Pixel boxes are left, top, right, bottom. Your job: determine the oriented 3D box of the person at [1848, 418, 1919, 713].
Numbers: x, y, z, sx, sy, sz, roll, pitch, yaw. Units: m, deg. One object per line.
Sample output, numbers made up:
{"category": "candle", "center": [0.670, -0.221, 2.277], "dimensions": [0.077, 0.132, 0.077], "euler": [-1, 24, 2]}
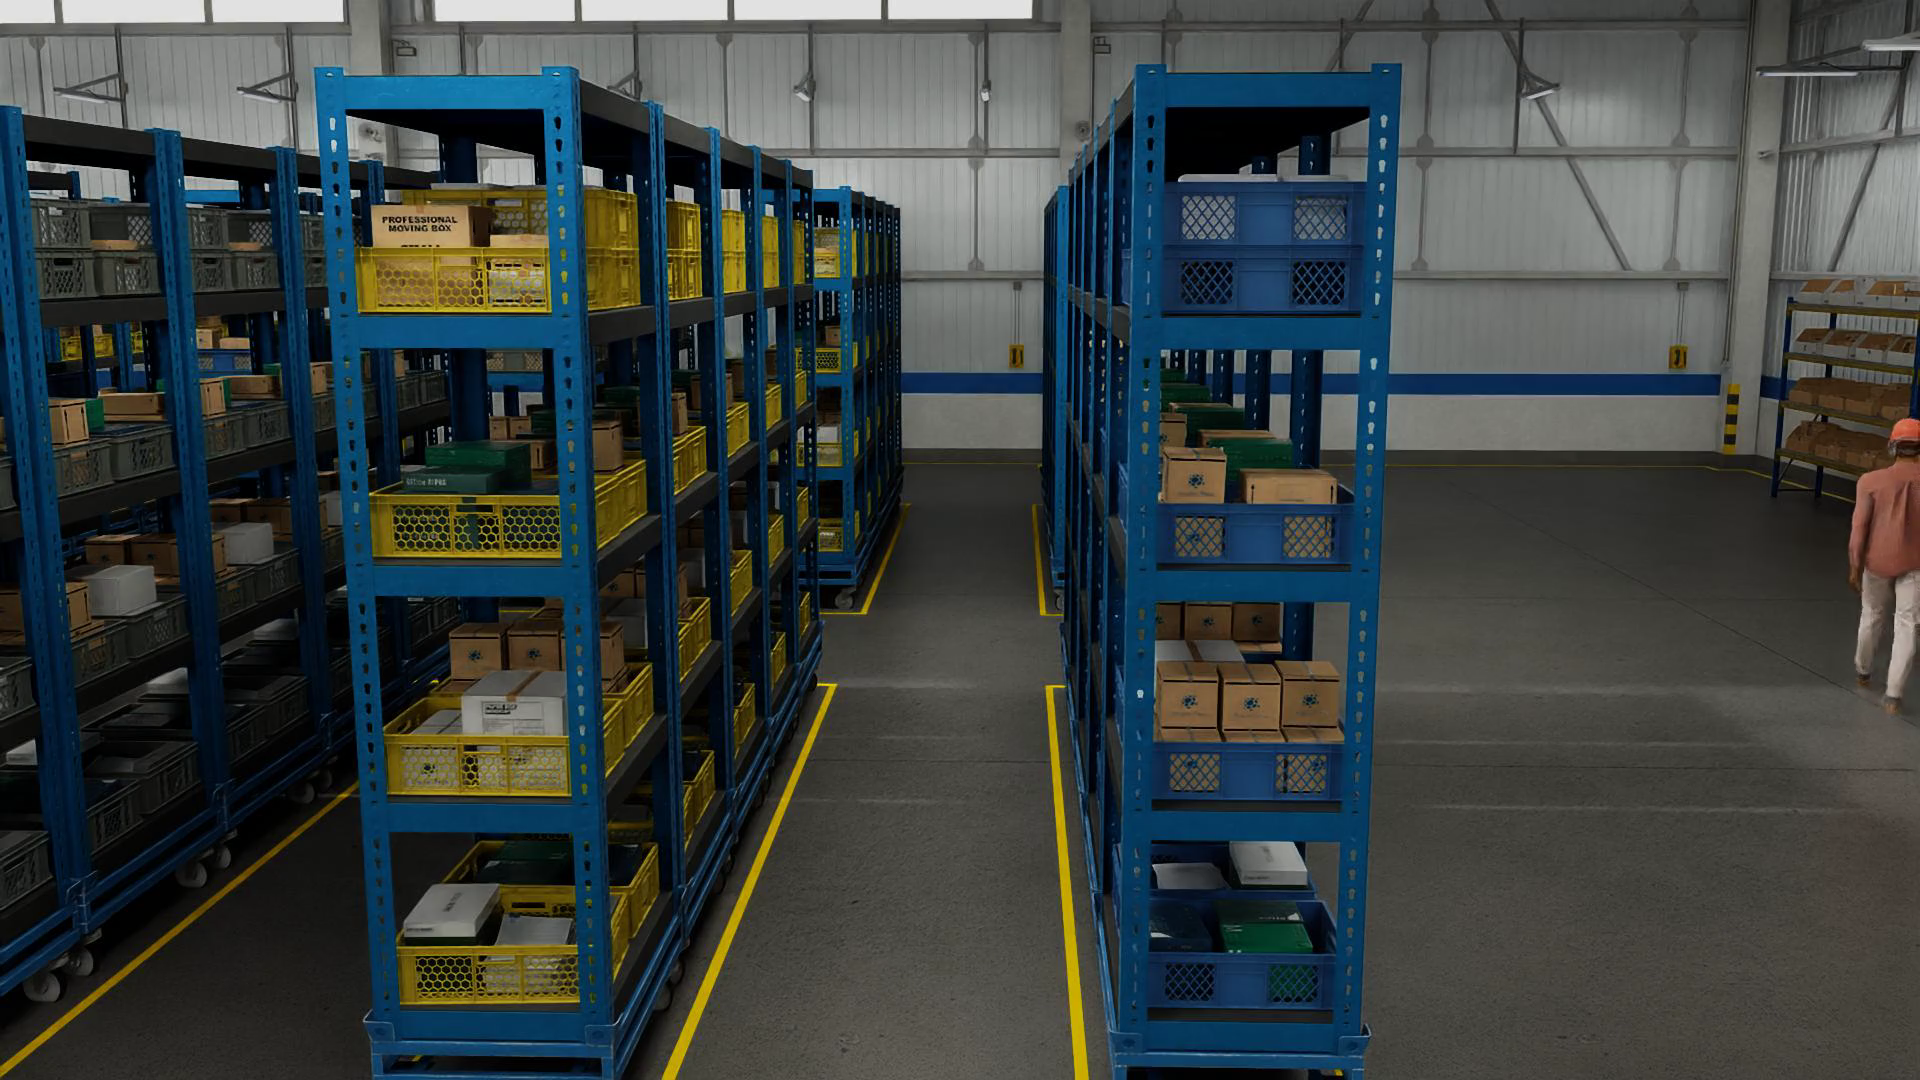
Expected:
{"category": "person", "center": [6.392, 0.141, 11.336], "dimensions": [0.637, 1.934, 1.040], "euler": [4, 11, 23]}
